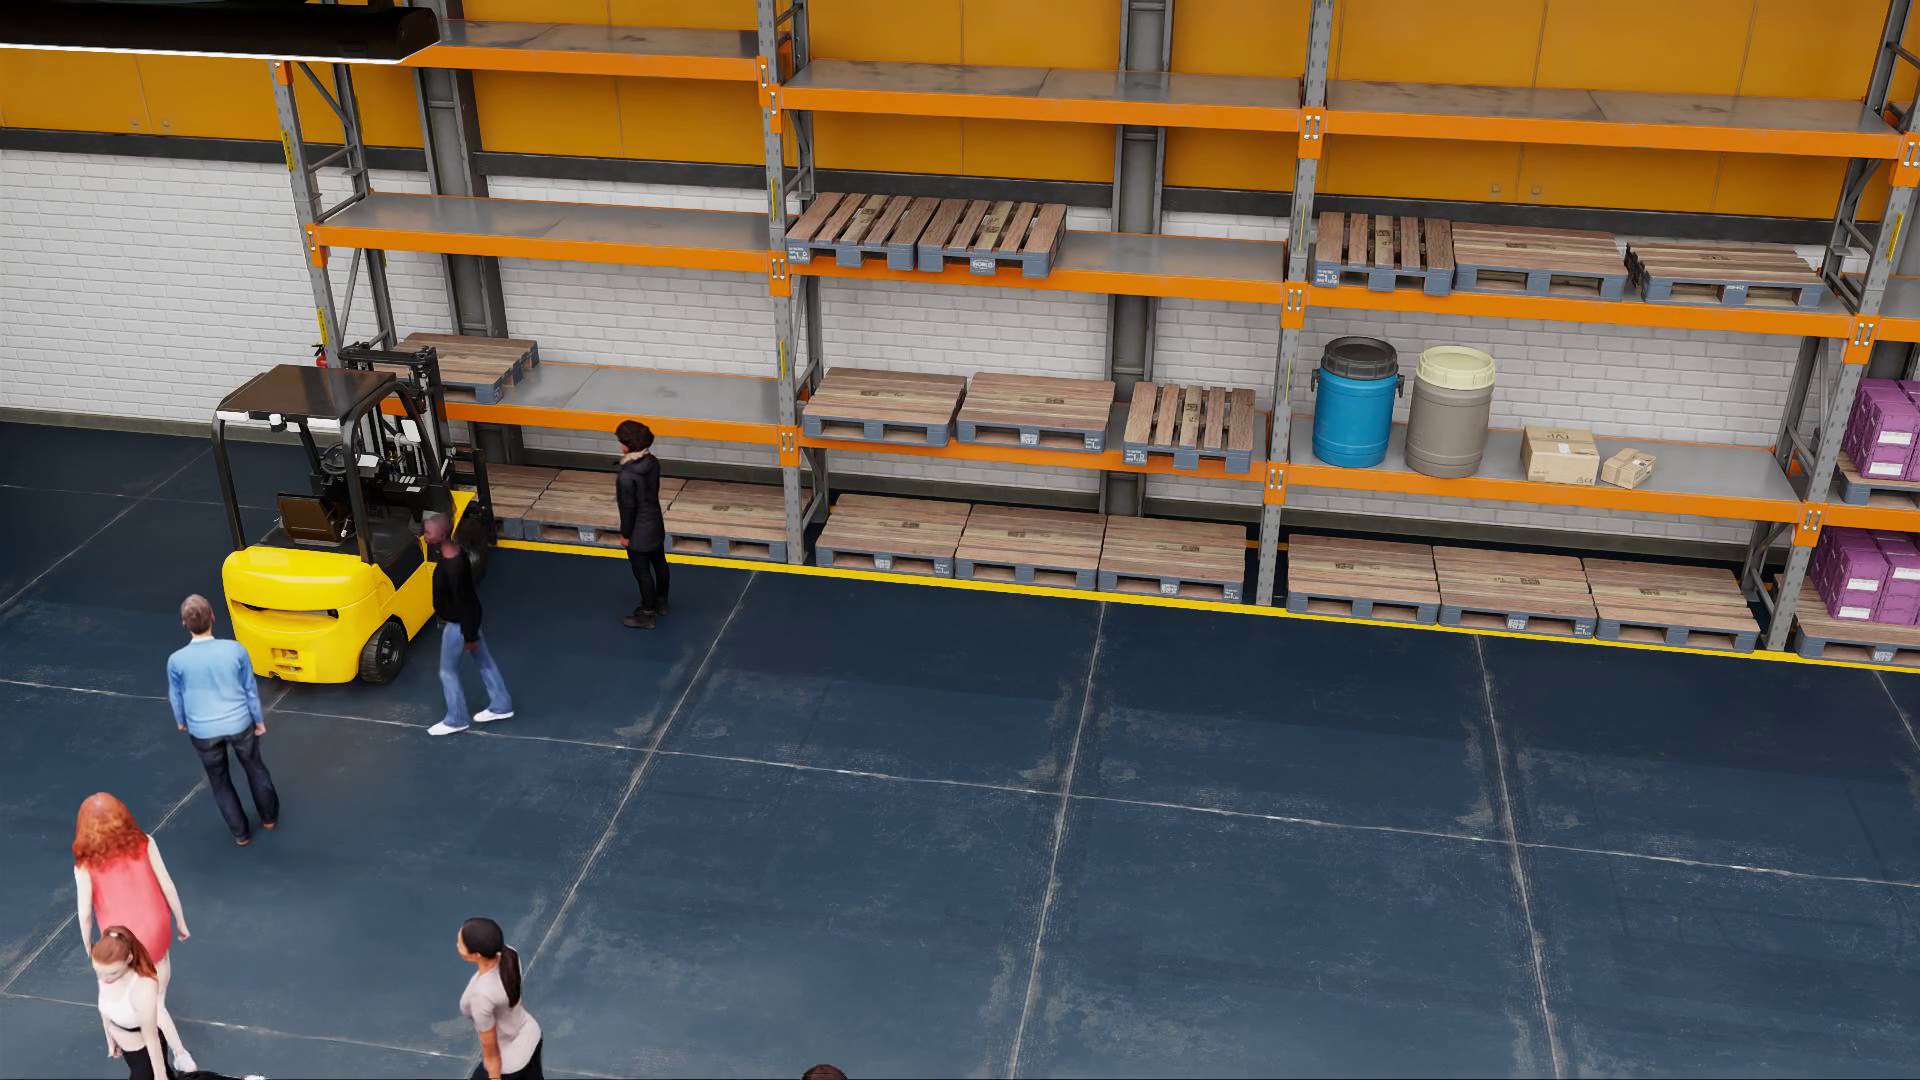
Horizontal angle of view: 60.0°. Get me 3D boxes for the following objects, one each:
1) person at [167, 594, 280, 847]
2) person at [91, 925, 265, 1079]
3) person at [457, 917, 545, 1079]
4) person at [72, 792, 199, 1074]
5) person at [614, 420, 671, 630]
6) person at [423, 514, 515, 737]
[{"bbox_3d":[-4.758,1.197,10.685,0.801,1.806,0.872,-14,32,-24],"label":"person"},{"bbox_3d":[-3.984,2.548,8.309,1.159,1.708,1.073,25,37,38],"label":"person"},{"bbox_3d":[-2.150,2.572,8.247,0.815,1.725,0.636,7,29,12],"label":"person"},{"bbox_3d":[-4.358,2.172,8.908,1.134,1.795,0.990,25,38,38],"label":"person"},{"bbox_3d":[-2.502,-0.131,13.145,0.671,1.781,0.677,12,31,20],"label":"person"},{"bbox_3d":[-3.468,0.576,11.906,0.938,1.727,0.792,-7,29,-12],"label":"person"}]
